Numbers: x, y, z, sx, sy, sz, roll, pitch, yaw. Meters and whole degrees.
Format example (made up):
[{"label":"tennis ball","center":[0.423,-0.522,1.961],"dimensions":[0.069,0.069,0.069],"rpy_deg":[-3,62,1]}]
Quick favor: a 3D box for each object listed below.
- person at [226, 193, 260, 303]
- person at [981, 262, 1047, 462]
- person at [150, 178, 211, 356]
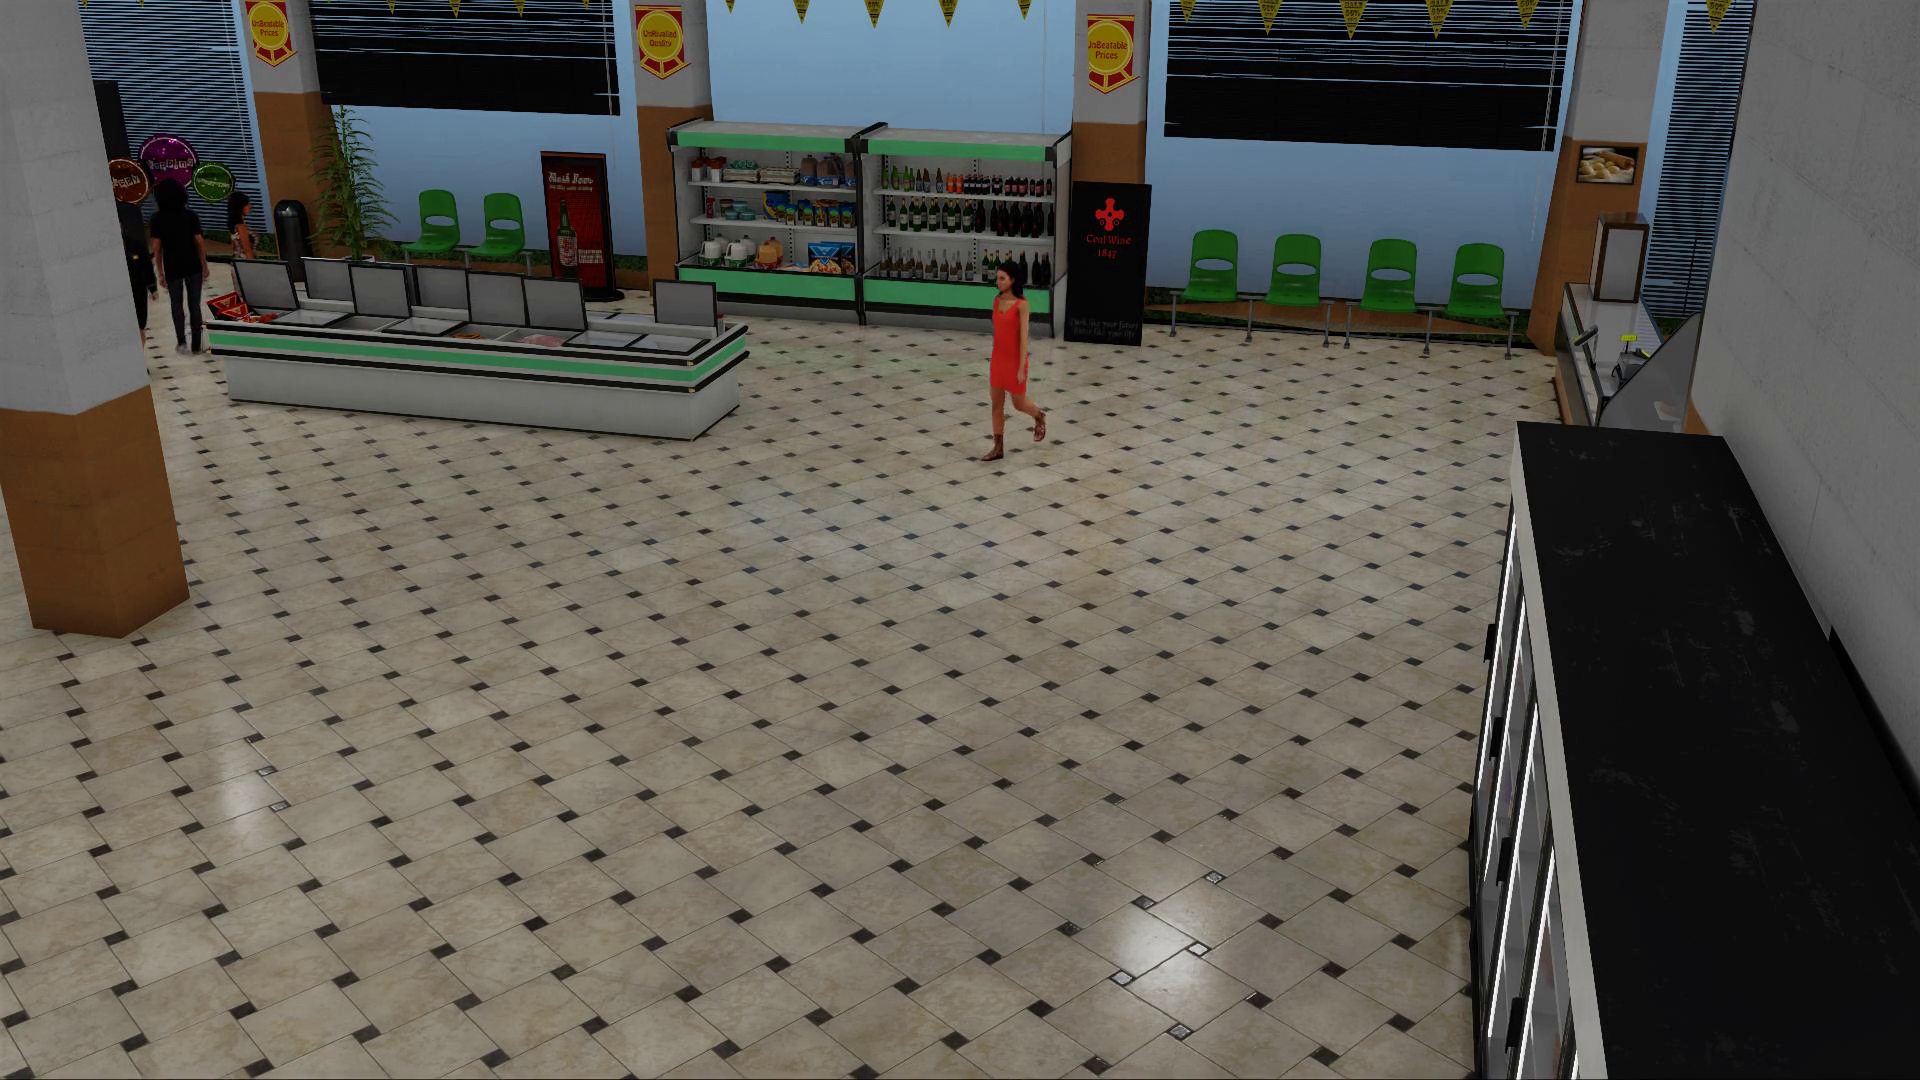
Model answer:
[{"label":"person","center":[-7.501,-2.824,17.483],"dimensions":[0.782,1.643,0.680],"rpy_deg":[-17,27,-35]},{"label":"person","center":[0.480,-1.512,14.151],"dimensions":[1.022,1.693,0.911],"rpy_deg":[18,28,38]},{"label":"person","center":[-8.036,-2.804,17.193],"dimensions":[0.719,1.823,0.805],"rpy_deg":[-10,24,-23]}]
